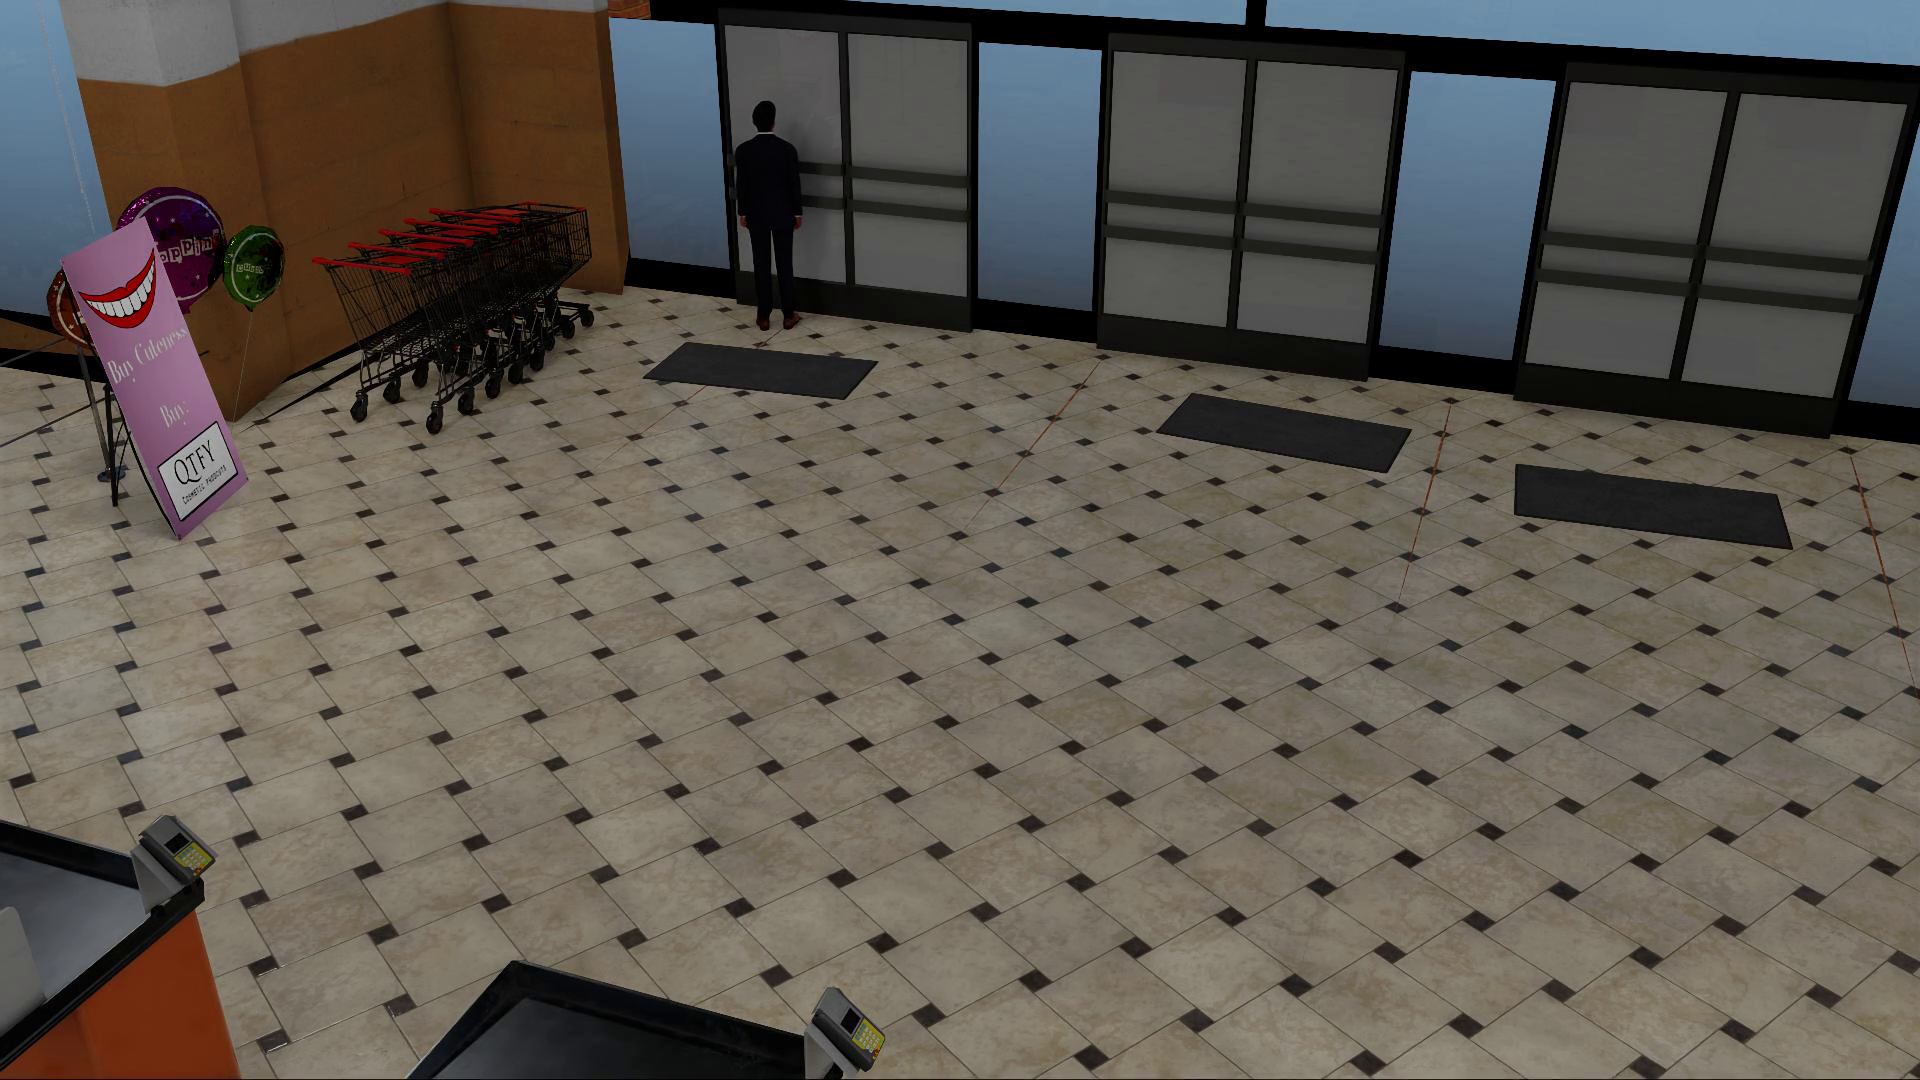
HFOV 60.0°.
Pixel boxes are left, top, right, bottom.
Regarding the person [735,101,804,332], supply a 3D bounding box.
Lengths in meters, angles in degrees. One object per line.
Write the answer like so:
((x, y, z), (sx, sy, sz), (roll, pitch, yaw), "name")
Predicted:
((-1.430, -2.430, 12.519), (0.710, 1.727, 0.686), (-3, 27, -5), "person")
